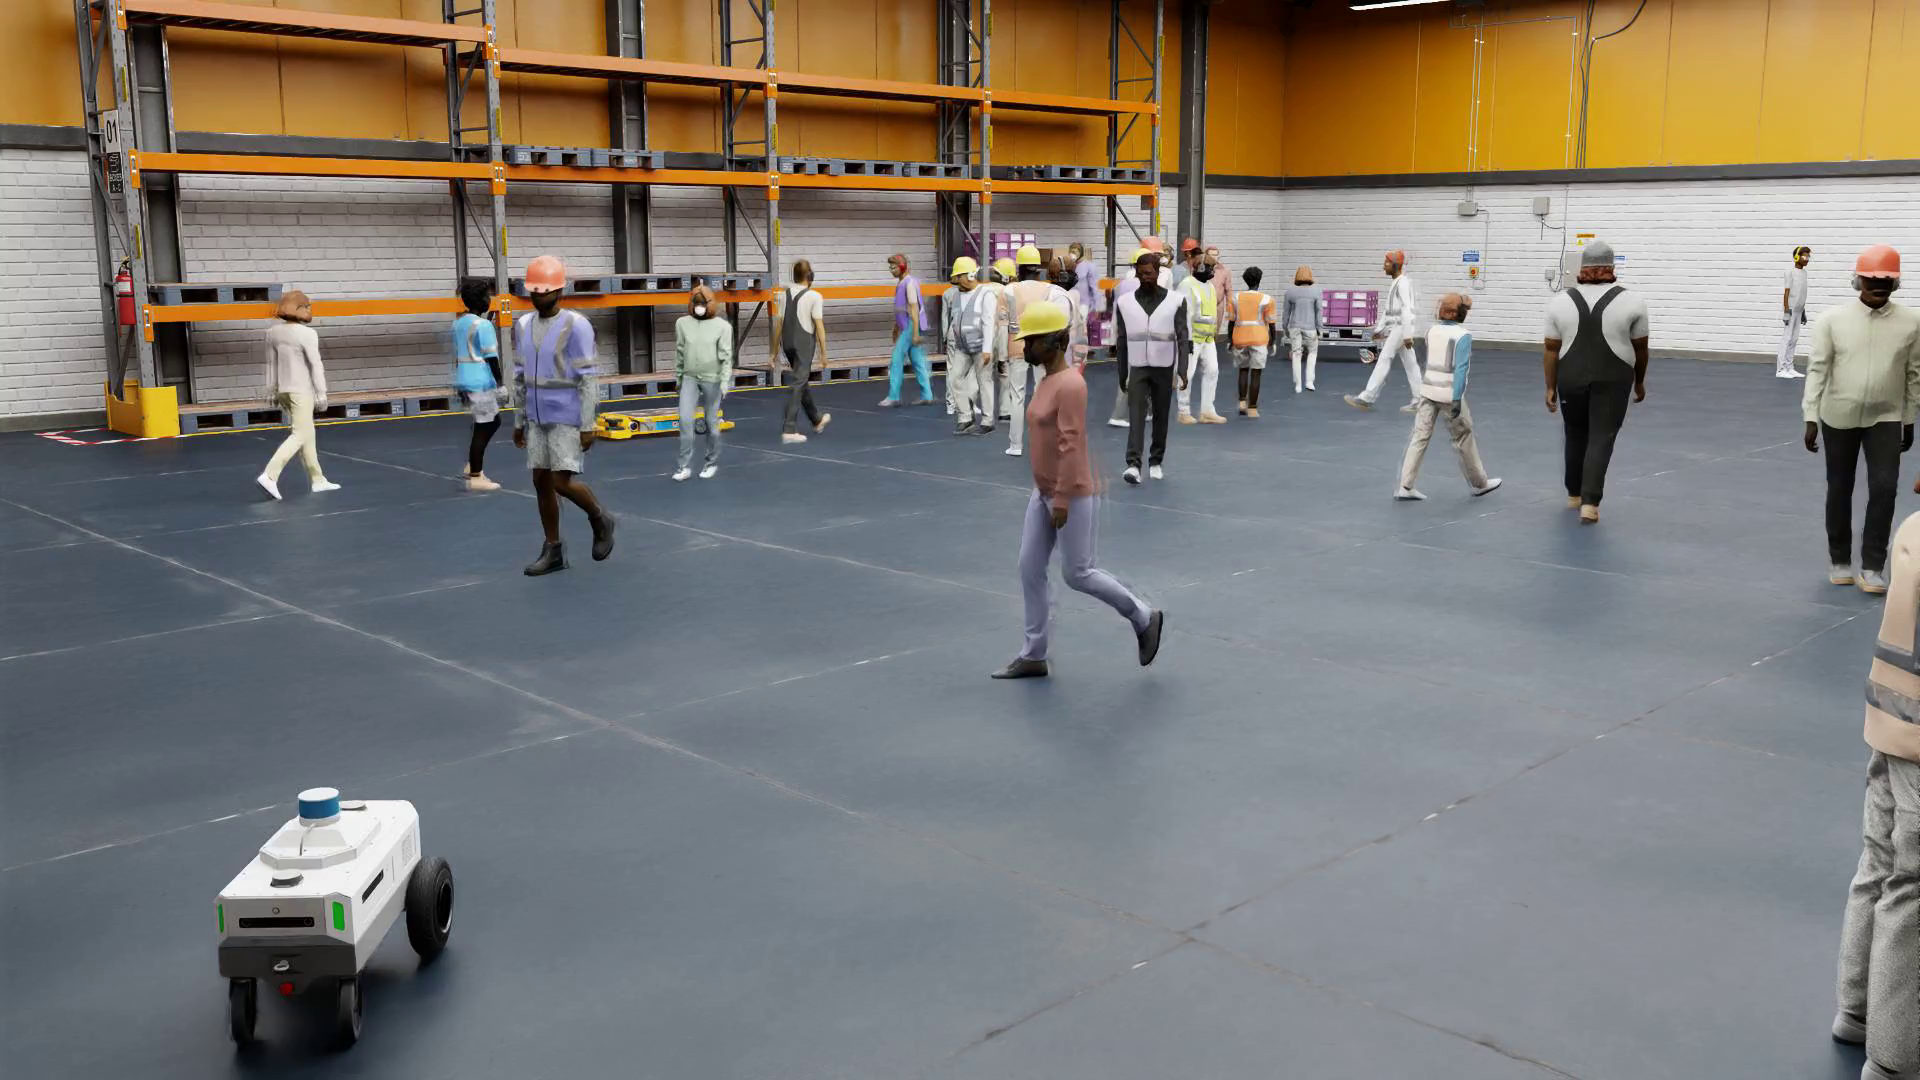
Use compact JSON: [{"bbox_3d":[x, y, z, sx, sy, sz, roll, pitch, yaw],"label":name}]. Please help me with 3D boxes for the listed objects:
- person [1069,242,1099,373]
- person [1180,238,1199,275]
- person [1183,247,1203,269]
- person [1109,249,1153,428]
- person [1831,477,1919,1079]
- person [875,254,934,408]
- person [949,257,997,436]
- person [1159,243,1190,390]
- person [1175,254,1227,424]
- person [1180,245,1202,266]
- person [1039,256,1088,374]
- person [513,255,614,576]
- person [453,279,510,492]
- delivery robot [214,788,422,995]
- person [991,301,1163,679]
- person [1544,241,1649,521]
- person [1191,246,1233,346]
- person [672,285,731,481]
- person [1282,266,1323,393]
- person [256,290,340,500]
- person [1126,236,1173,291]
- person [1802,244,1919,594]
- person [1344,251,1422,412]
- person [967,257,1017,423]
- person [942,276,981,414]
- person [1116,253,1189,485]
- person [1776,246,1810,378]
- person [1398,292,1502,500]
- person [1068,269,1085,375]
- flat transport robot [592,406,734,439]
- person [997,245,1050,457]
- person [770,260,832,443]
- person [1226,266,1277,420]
[{"bbox_3d":[1.653,-3.373,24.261,0.661,1.917,0.702,8,13,38],"label":"person"},{"bbox_3d":[3.987,-4.264,28.995,0.447,1.961,0.640,1,10,7],"label":"person"},{"bbox_3d":[4.068,-4.154,28.790,0.501,1.831,0.857,1,10,4],"label":"person"},{"bbox_3d":[1.915,-2.139,17.651,0.989,1.872,0.602,-8,13,-39],"label":"person"},{"bbox_3d":[2.295,0.503,3.912,0.311,1.633,0.510,2,11,13],"label":"person"},{"bbox_3d":[-0.677,-2.447,19.542,0.844,1.792,0.705,-2,11,-12],"label":"person"},{"bbox_3d":[0.111,-1.934,16.729,0.610,1.798,0.575,9,13,39],"label":"person"},{"bbox_3d":[2.620,-2.834,21.318,0.654,1.922,0.441,2,11,12],"label":"person"},{"bbox_3d":[2.565,-2.139,17.819,0.542,1.820,0.706,10,14,43],"label":"person"},{"bbox_3d":[4.203,-4.331,29.706,0.630,1.843,0.429,1,10,8],"label":"person"},{"bbox_3d":[0.879,-1.498,14.253,0.429,1.846,0.625,-1,10,-6],"label":"person"},{"bbox_3d":[-2.392,-0.740,9.939,0.572,1.911,0.549,6,12,30],"label":"person"},{"bbox_3d":[-3.765,-1.208,13.114,0.376,1.684,0.539,-7,12,-33],"label":"person"},{"bbox_3d":[-1.689,0.903,4.418,0.477,0.478,0.707,0,10,-2],"label":"delivery robot"},{"bbox_3d":[0.532,-0.219,7.576,0.731,1.737,0.529,-3,11,-18],"label":"person"},{"bbox_3d":[4.573,-1.179,11.972,0.688,2.000,1.005,7,12,33],"label":"person"},{"bbox_3d":[3.898,-3.635,25.867,0.644,1.869,0.953,0,10,-1],"label":"person"},{"bbox_3d":[-2.143,-1.284,13.696,0.517,1.602,0.681,2,11,10],"label":"person"},{"bbox_3d":[4.432,-2.721,21.490,0.533,1.618,0.460,4,11,19],"label":"person"},{"bbox_3d":[-5.176,-1.125,12.874,0.516,1.609,0.769,6,12,31],"label":"person"},{"bbox_3d":[2.171,-2.553,19.538,0.625,2.016,0.748,-5,11,-24],"label":"person"},{"bbox_3d":[5.114,-0.677,9.423,0.636,1.963,0.759,4,11,20],"label":"person"},{"bbox_3d":[4.924,-2.379,19.059,0.995,1.832,0.573,3,11,14],"label":"person"},{"bbox_3d":[0.336,-2.116,17.751,0.613,1.795,0.793,8,13,38],"label":"person"},{"bbox_3d":[0.036,-2.291,18.847,0.492,1.742,0.319,6,12,29],"label":"person"},{"bbox_3d":[1.559,-1.387,13.564,0.619,1.864,0.981,2,11,12],"label":"person"},{"bbox_3d":[11.902,-3.241,23.690,0.510,1.871,0.329,-8,13,-36],"label":"person"},{"bbox_3d":[3.738,-1.093,12.735,0.870,1.578,0.535,-5,12,-26],"label":"person"},{"bbox_3d":[1.174,-2.262,18.673,0.400,1.745,0.522,-10,14,-44],"label":"person"},{"bbox_3d":[-3.084,-1.210,16.970,1.431,0.197,0.652,-9,14,-40],"label":"flat transport robot"},{"bbox_3d":[0.626,-1.721,15.234,0.594,1.928,0.365,-1,10,-7],"label":"person"},{"bbox_3d":[-1.542,-1.884,16.536,0.560,1.765,1.061,7,12,33],"label":"person"},{"bbox_3d":[3.224,-2.167,18.329,0.555,1.676,0.497,5,11,25],"label":"person"}]
